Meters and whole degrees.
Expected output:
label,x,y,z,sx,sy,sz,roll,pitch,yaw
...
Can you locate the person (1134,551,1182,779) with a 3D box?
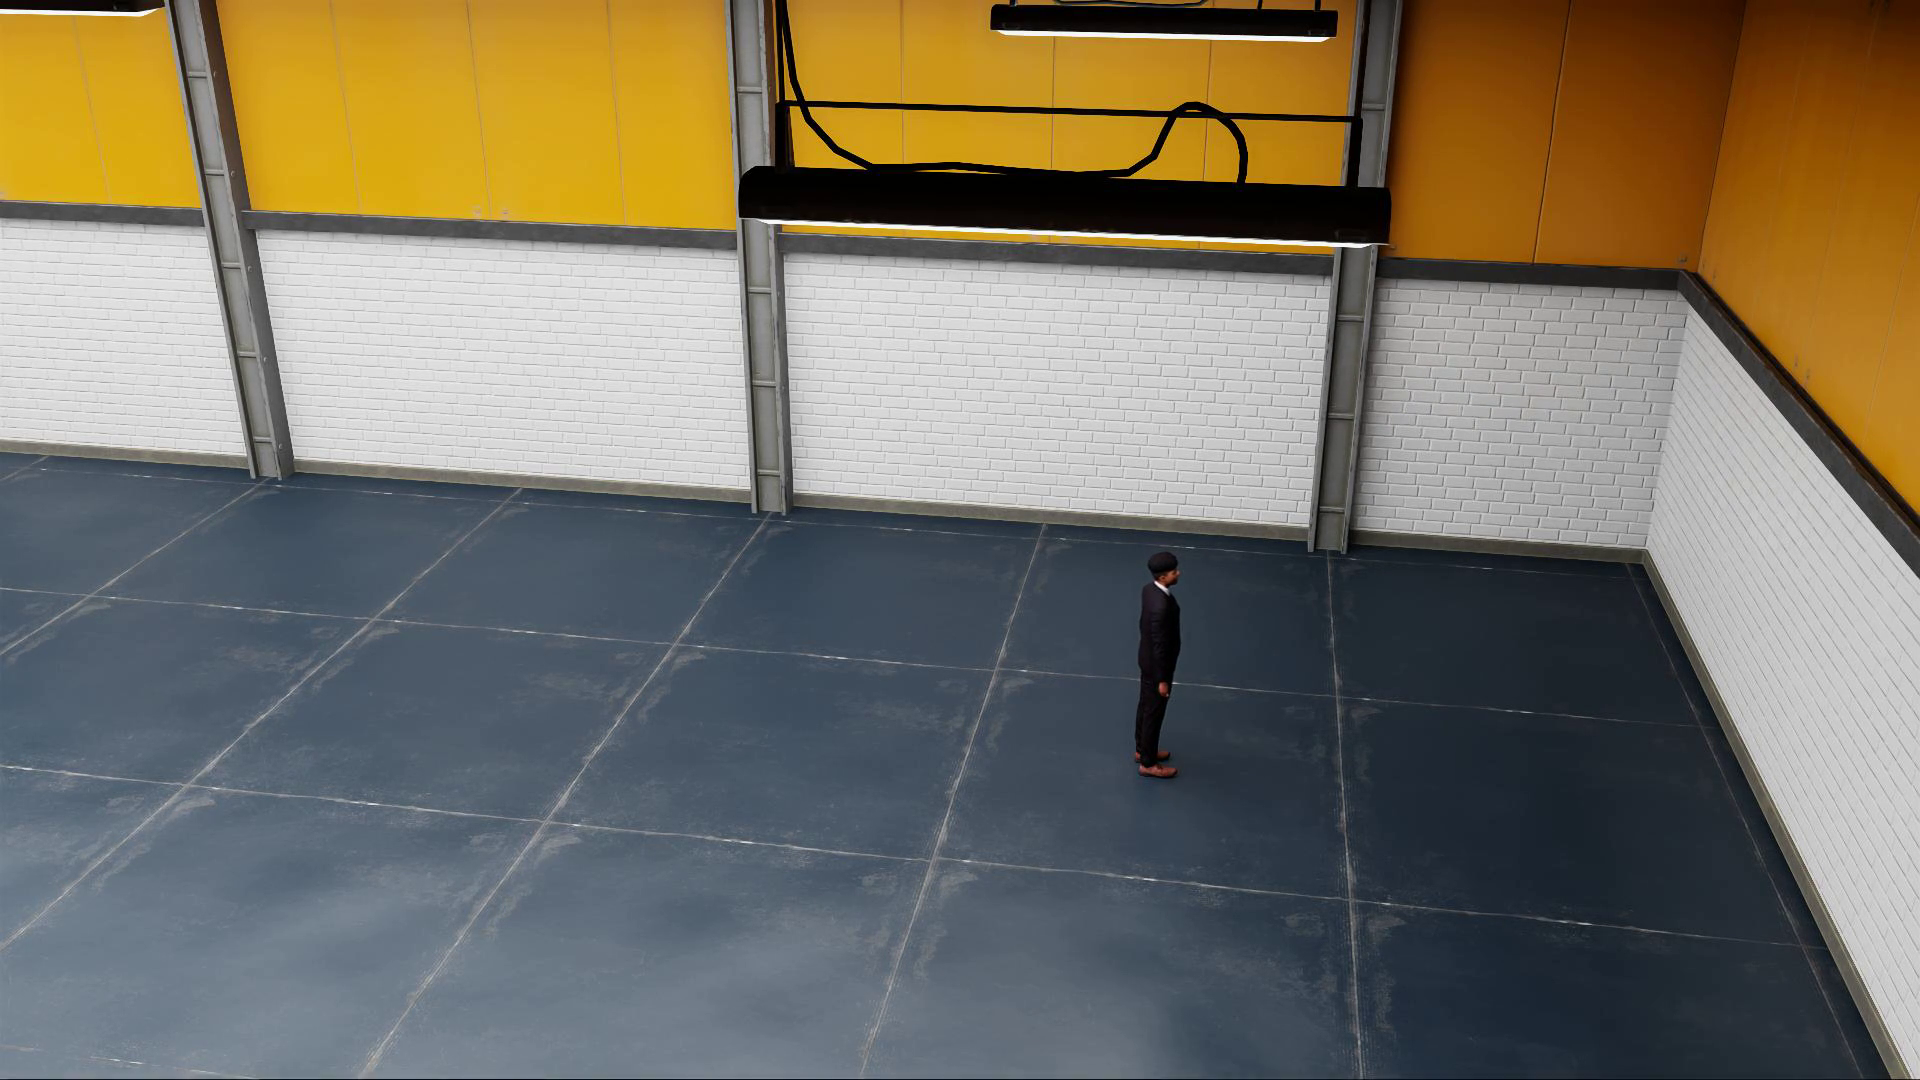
label,x,y,z,sx,sy,sz,roll,pitch,yaw
person,1.526,0.953,13.034,0.631,1.883,0.740,-1,24,-2
